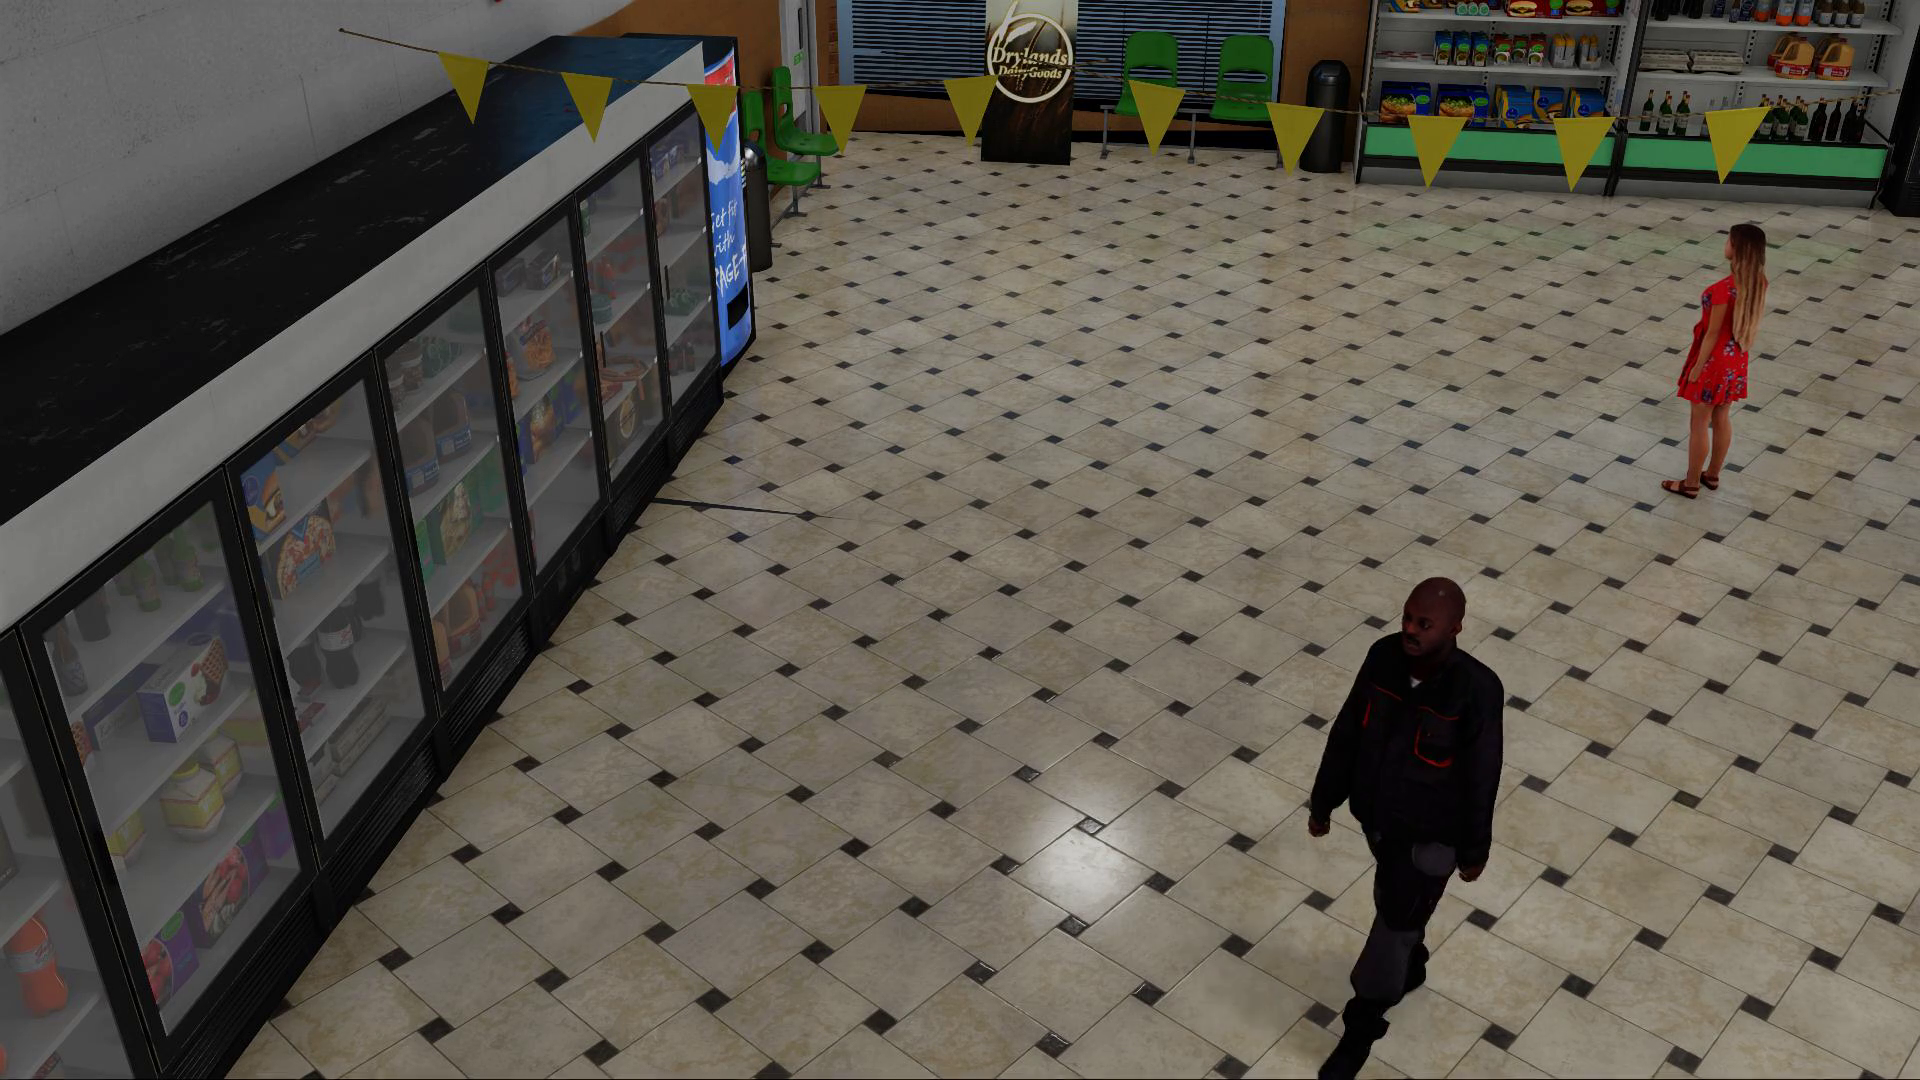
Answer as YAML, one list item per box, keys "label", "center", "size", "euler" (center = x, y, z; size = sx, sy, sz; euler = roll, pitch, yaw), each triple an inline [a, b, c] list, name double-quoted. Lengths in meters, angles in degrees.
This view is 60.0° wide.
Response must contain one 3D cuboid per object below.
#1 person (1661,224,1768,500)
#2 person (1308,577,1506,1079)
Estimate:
- label: "person"
  center: [4.266, -0.996, 9.331]
  size: [0.657, 1.593, 0.727]
  euler: [-16, 32, -27]
- label: "person"
  center: [1.592, 0.893, 5.652]
  size: [1.141, 1.803, 1.108]
  euler: [-22, 36, -35]
